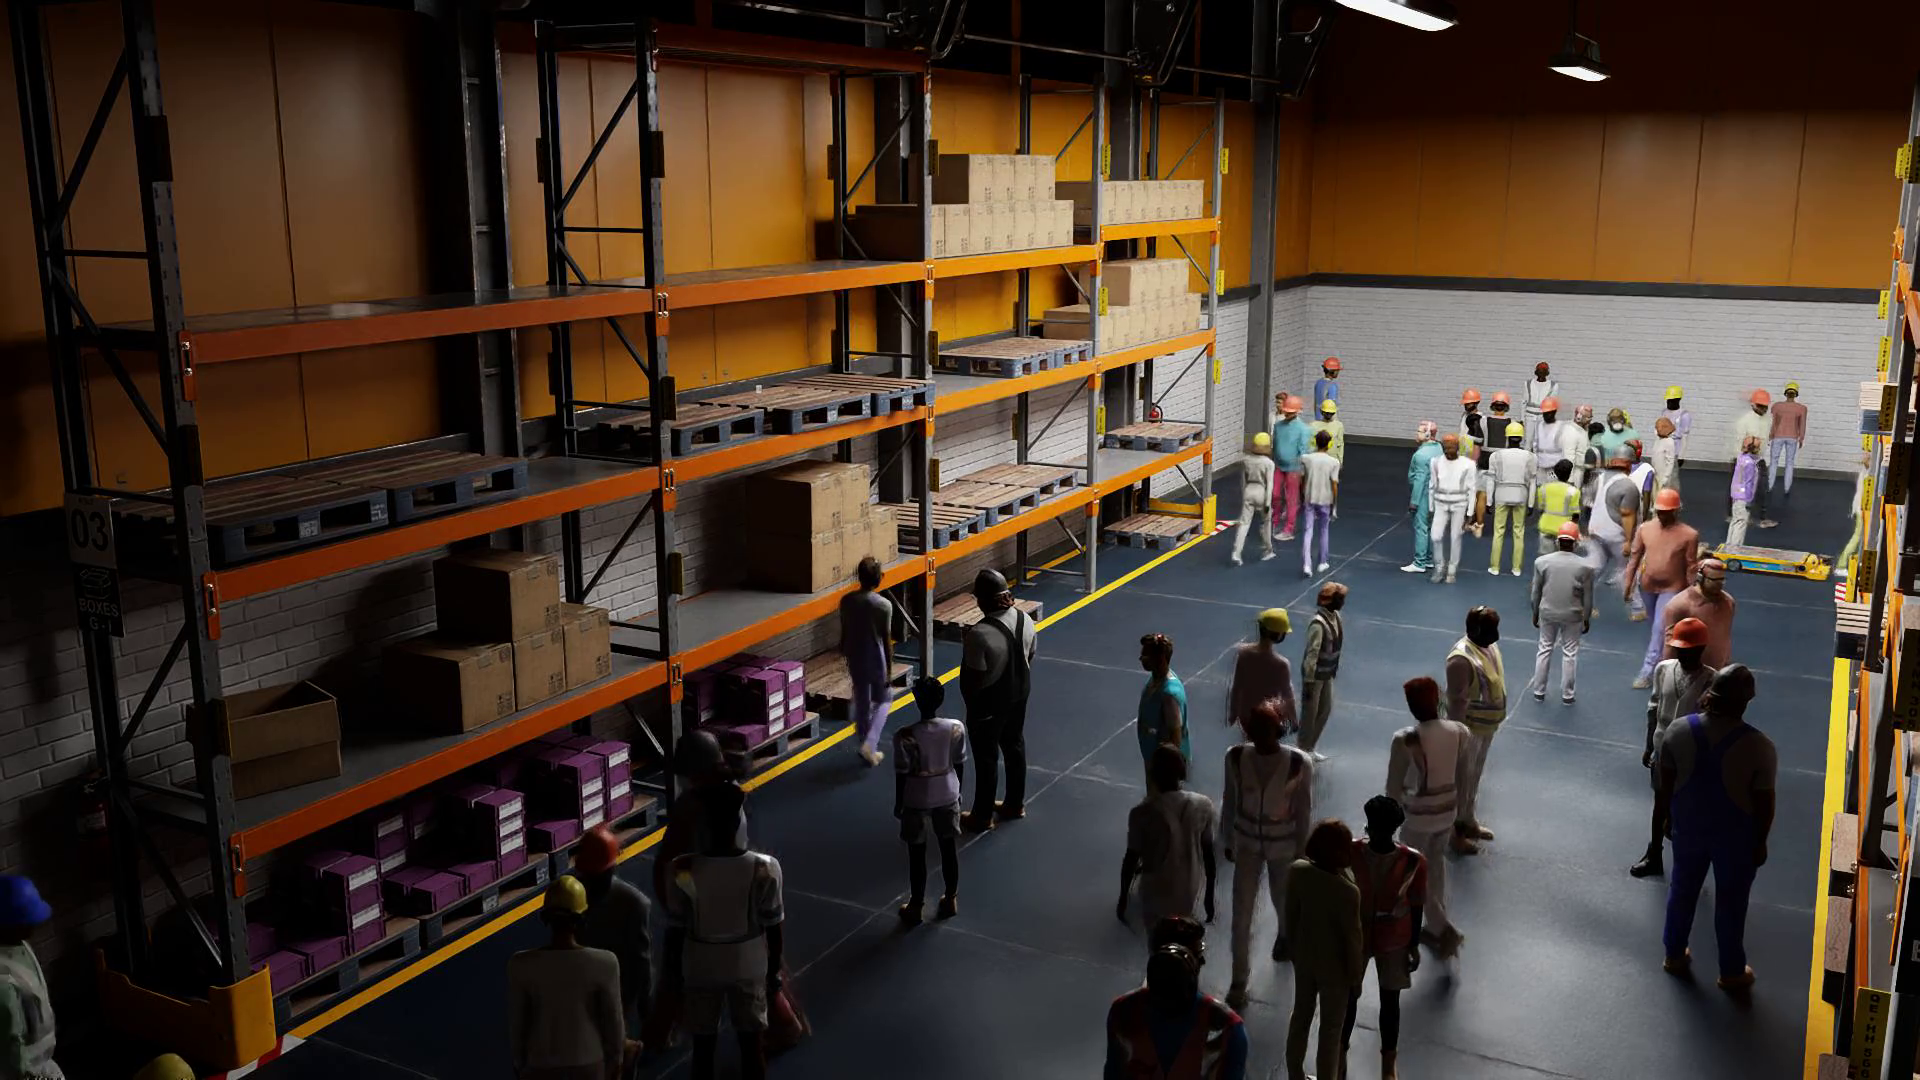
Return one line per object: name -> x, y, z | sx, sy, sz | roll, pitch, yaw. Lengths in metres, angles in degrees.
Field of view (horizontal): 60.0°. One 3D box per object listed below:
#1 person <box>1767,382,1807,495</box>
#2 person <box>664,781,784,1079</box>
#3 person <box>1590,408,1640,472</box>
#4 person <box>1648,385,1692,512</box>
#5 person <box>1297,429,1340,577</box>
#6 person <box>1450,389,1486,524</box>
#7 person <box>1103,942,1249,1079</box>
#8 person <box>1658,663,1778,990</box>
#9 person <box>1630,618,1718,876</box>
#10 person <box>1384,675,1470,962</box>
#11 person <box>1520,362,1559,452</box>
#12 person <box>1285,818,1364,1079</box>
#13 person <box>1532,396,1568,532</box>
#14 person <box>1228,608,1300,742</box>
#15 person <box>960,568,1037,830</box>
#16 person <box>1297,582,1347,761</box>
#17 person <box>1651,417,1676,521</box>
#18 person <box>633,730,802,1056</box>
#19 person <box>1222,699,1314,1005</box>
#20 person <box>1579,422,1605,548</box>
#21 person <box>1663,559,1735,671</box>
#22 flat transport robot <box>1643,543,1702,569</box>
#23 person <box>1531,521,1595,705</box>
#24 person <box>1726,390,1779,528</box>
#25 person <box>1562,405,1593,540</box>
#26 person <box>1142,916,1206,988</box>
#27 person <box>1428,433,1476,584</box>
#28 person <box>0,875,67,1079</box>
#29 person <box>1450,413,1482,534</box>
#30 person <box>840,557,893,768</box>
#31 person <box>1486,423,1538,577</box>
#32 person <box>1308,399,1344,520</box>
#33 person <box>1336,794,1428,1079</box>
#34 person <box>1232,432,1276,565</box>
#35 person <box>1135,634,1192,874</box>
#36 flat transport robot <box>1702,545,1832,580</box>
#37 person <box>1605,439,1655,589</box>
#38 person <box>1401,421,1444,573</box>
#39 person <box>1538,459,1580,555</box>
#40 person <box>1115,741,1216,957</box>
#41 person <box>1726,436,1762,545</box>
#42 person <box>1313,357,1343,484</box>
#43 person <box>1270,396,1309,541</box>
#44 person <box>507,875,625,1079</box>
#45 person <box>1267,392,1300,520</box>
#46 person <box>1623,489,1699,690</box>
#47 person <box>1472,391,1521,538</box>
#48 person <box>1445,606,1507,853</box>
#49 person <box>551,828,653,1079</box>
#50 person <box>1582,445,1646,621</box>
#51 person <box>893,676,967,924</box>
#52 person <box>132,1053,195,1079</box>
person -> 12.821, -1.576, 25.824 | 0.530, 1.753, 0.340 | 4, 13, 19
person -> -1.197, 2.185, 8.531 | 0.598, 1.956, 0.373 | -2, 13, -8
person -> 8.677, -0.838, 22.166 | 0.655, 1.910, 0.635 | 1, 13, 5
person -> 10.357, -1.303, 24.233 | 0.396, 1.917, 0.594 | -2, 13, -11
person -> 4.417, -0.459, 20.628 | 0.542, 1.858, 0.752 | 4, 13, 19
person -> 7.265, -1.199, 23.730 | 0.388, 1.930, 0.544 | -5, 13, -20
person -> 0.898, 2.570, 7.084 | 0.634, 1.832, 0.431 | 4, 13, 16
person -> 4.704, 1.742, 10.311 | 0.536, 2.000, 0.684 | -12, 17, -42
person -> 5.065, 1.484, 11.696 | 0.359, 1.938, 0.545 | -10, 16, -39
person -> 3.012, 1.785, 10.520 | 0.621, 1.863, 0.598 | -6, 14, -26
person -> 9.511, -1.990, 27.372 | 0.574, 1.886, 0.356 | 6, 14, 24
person -> 1.947, 2.264, 8.890 | 0.275, 1.632, 0.507 | -8, 15, -33
person -> 8.280, -1.074, 23.226 | 0.696, 1.912, 0.554 | -9, 15, -35
person -> 2.378, 1.352, 12.769 | 0.896, 1.721, 0.523 | -7, 14, -28
person -> 0.241, 1.194, 12.763 | 0.535, 2.000, 0.679 | 12, 17, 43
person -> 3.004, 1.148, 13.917 | 0.333, 1.628, 0.624 | 8, 15, 33
person -> 9.674, -0.883, 22.983 | 0.279, 1.633, 0.499 | 0, 13, -1
person -> -1.397, 1.954, 9.362 | 1.031, 2.000, 0.680 | -5, 14, -22
person -> 1.896, 1.851, 10.260 | 0.578, 1.856, 0.888 | 5, 14, 23
person -> 8.474, -0.731, 22.174 | 0.537, 1.694, 0.320 | -10, 16, -37
person -> 6.043, 1.079, 13.586 | 0.652, 1.904, 0.403 | -4, 13, -18
flat transport robot -> 9.091, 0.203, 21.195 | 0.652, 0.197, 1.431 | 8, 15, 31
person -> 5.684, 0.684, 15.708 | 0.564, 1.745, 0.349 | 7, 14, 29
person -> 11.193, -1.127, 23.340 | 0.643, 1.954, 0.899 | -4, 13, -17
person -> 8.313, -0.883, 22.406 | 0.401, 1.894, 0.653 | 9, 16, 36
person -> 0.903, 2.511, 7.306 | 0.389, 1.846, 0.567 | 4, 13, 17
person -> 5.938, -0.367, 20.155 | 0.601, 1.859, 0.633 | 7, 14, 29
person -> -4.194, 2.407, 7.658 | 0.966, 1.894, 0.618 | -6, 14, -24
person -> 7.043, -0.925, 23.039 | 0.533, 1.695, 0.320 | -6, 14, -25
person -> -0.778, 1.043, 13.932 | 0.504, 1.827, 0.476 | 6, 14, 25
person -> 6.819, -0.498, 20.621 | 0.589, 1.918, 0.395 | 3, 13, 12
person -> 5.253, -1.152, 23.904 | 0.525, 1.760, 0.341 | -1, 13, -4
person -> 2.265, 2.188, 9.093 | 0.529, 1.694, 0.321 | 4, 13, 17
person -> 3.771, -0.532, 21.253 | 0.504, 1.705, 0.861 | 9, 16, 36
person -> 1.418, 1.544, 11.637 | 0.373, 1.843, 0.572 | -1, 13, -5
flat transport robot -> 10.156, 0.257, 20.955 | 1.431, 0.197, 0.652 | 8, 15, 31
person -> 8.077, -0.314, 19.989 | 0.388, 1.837, 0.560 | -5, 14, -23
person -> 5.804, -0.546, 20.847 | 0.409, 1.911, 0.650 | 10, 16, 38
person -> 6.982, -0.108, 19.420 | 0.546, 1.664, 0.467 | 11, 17, 41
person -> 1.157, 2.023, 9.522 | 0.522, 1.826, 0.548 | -5, 13, -20
person -> 10.105, -0.539, 21.455 | 0.313, 1.629, 0.526 | 3, 13, 12
person -> 5.898, -1.911, 26.661 | 0.394, 2.042, 0.611 | -4, 13, -16
person -> 4.431, -0.976, 22.614 | 0.467, 1.979, 0.652 | -11, 17, -40
person -> -1.852, 2.432, 7.867 | 0.537, 1.754, 0.339 | -2, 13, -8
person -> 4.677, -1.226, 24.054 | 0.391, 1.838, 0.561 | -8, 15, -33
person -> 6.910, 0.437, 16.375 | 0.639, 1.946, 1.015 | 12, 17, 44
person -> 7.303, -1.014, 22.690 | 0.617, 2.028, 0.410 | 4, 13, 16
person -> 3.830, 1.382, 12.372 | 0.429, 1.842, 0.633 | 10, 16, 38
person -> -1.837, 2.275, 8.674 | 0.575, 1.721, 0.753 | 5, 14, 23
person -> 7.349, -0.102, 18.567 | 0.941, 2.000, 0.735 | -3, 13, -13
person -> -0.206, 1.731, 11.136 | 0.534, 1.697, 0.318 | -6, 14, -24
person -> -2.938, 2.781, 6.170 | 0.657, 1.822, 0.416 | 3, 13, 13
